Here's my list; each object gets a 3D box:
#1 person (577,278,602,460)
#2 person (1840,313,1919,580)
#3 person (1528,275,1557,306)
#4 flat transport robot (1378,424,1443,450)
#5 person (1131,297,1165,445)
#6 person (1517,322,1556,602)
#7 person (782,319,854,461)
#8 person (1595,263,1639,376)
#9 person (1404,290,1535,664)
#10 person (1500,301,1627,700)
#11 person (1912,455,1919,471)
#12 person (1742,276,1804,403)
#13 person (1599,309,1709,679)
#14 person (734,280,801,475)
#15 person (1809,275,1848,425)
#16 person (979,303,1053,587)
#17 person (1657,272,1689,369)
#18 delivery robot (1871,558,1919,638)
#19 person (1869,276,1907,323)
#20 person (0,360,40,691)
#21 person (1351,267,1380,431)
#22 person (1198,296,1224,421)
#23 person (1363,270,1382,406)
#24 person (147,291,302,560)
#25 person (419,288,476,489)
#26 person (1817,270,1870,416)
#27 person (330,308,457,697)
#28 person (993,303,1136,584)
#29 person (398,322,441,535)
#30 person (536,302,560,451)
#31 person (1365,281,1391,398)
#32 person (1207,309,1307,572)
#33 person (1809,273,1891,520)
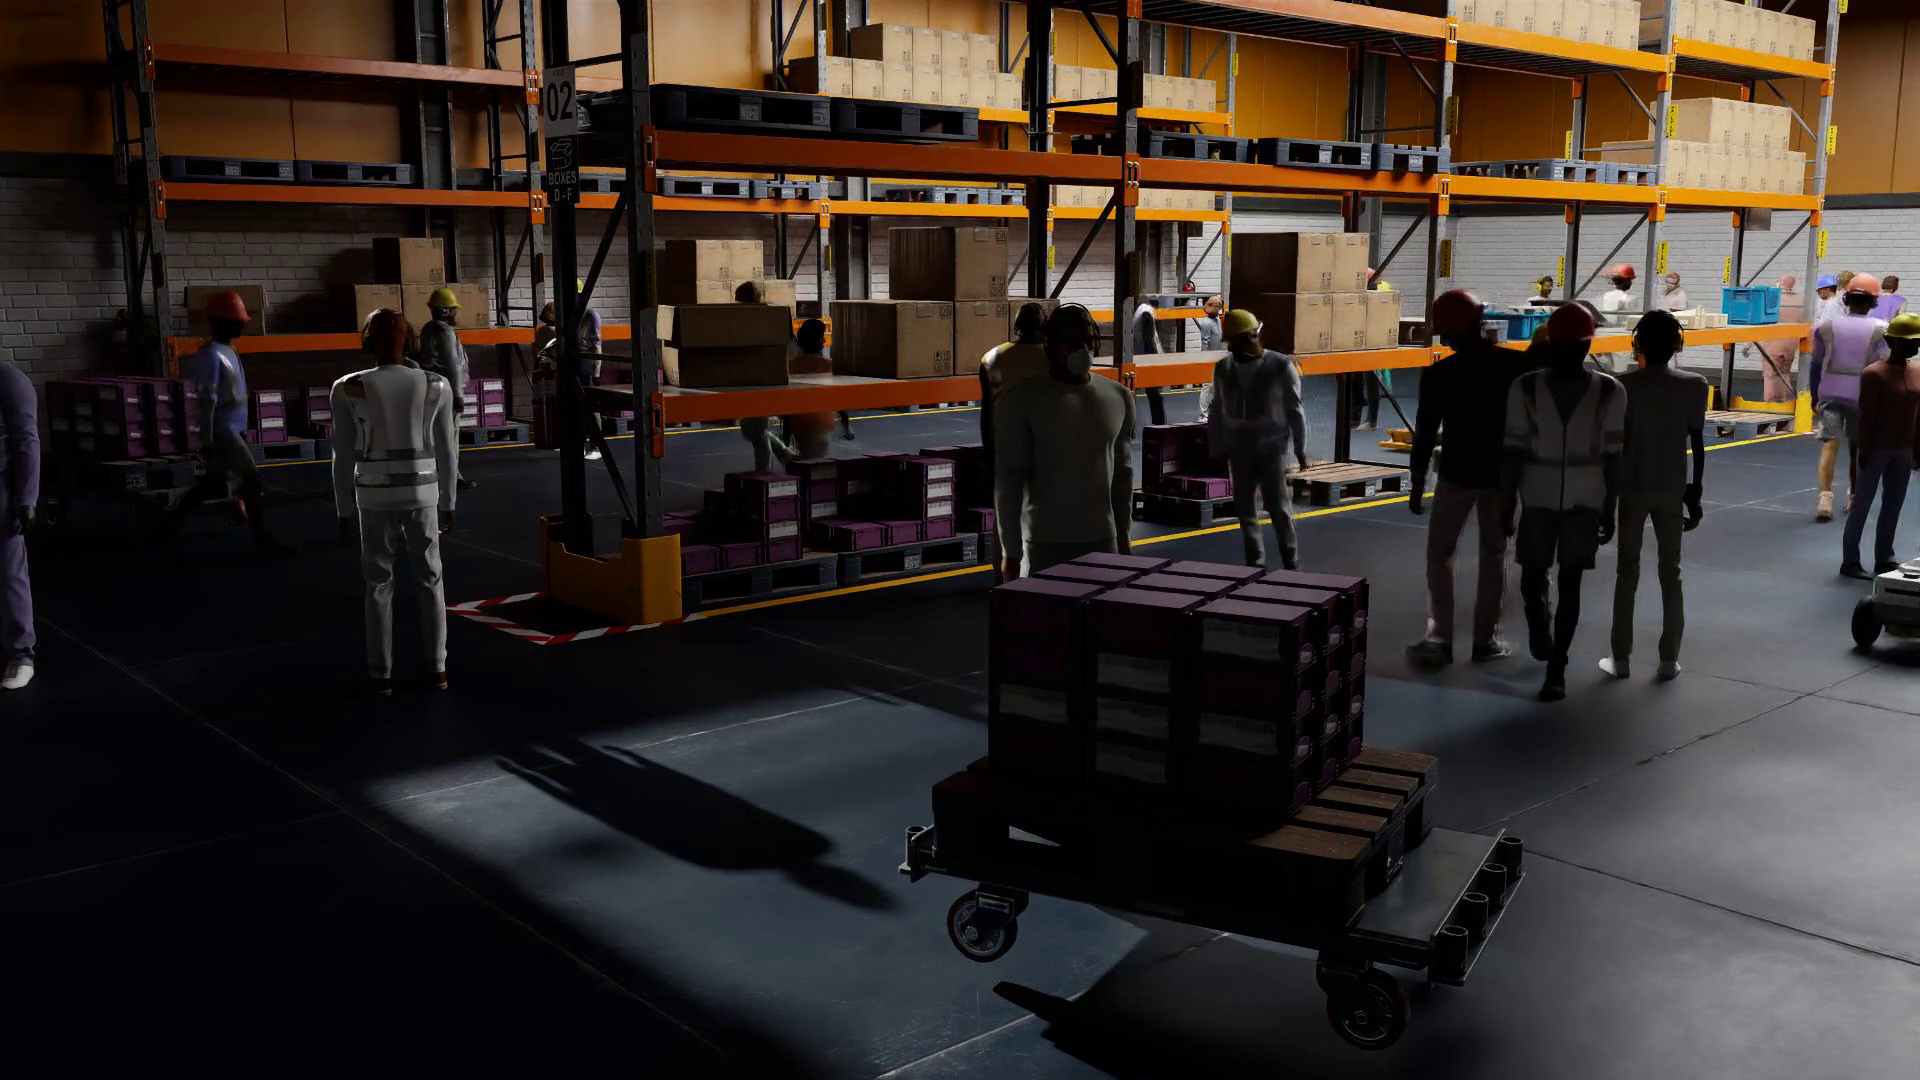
[{"bbox_3d":[-3.994,-1.786,17.367,0.588,1.919,0.402,5,11,29],"label":"person"},{"bbox_3d":[6.122,-0.606,10.925,0.523,1.759,0.351,-3,10,-15],"label":"person"},{"bbox_3d":[8.617,-3.010,24.744,0.513,1.851,0.670,-3,10,-15],"label":"person"},{"bbox_3d":[5.314,-1.139,18.382,1.431,0.197,0.652,-8,13,-41],"label":"flat transport robot"},{"bbox_3d":[1.979,-1.960,18.518,0.652,1.876,0.590,-4,11,-23],"label":"person"},{"bbox_3d":[3.601,-0.502,10.426,0.507,1.705,0.842,0,10,-3],"label":"person"},{"bbox_3d":[-1.131,-0.869,12.766,0.535,1.652,0.890,7,12,37],"label":"person"},{"bbox_3d":[8.320,-2.471,21.022,0.427,2.030,0.606,-3,10,-19],"label":"person"},{"bbox_3d":[2.671,-0.307,8.623,0.703,1.950,0.426,1,10,3],"label":"person"},{"bbox_3d":[2.942,-0.214,8.153,0.556,1.916,0.670,4,10,20],"label":"person"},{"bbox_3d":[6.713,-0.656,11.134,0.598,1.786,0.953,1,10,5],"label":"person"},{"bbox_3d":[10.719,-2.523,21.827,0.781,1.863,0.508,0,10,-1],"label":"person"},{"bbox_3d":[3.470,-0.225,8.376,0.519,1.865,0.327,2,10,11],"label":"person"},{"bbox_3d":[-1.707,-1.344,14.780,0.617,1.916,0.657,-5,11,-29],"label":"person"},{"bbox_3d":[10.981,-2.383,20.954,0.862,1.884,0.682,6,11,30],"label":"person"},{"bbox_3d":[0.435,-0.573,10.504,0.628,1.837,0.429,3,10,17],"label":"person"},{"bbox_3d":[11.517,-3.375,26.823,0.612,1.868,0.716,-2,10,-9],"label":"person"},{"bbox_3d":[5.268,0.269,9.036,0.707,0.478,0.477,-8,13,-39],"label":"delivery robot"},{"bbox_3d":[13.907,-3.046,25.002,0.561,1.821,0.592,-8,13,-39],"label":"person"},{"bbox_3d":[-4.832,-0.203,8.117,0.642,1.909,0.399,0,10,0],"label":"person"},{"bbox_3d":[4.937,-2.332,20.331,0.397,1.991,0.624,-5,11,-29],"label":"person"},{"bbox_3d":[3.193,-2.276,21.087,0.285,1.623,0.509,5,11,28],"label":"person"},{"bbox_3d":[5.785,-2.846,23.551,0.617,1.915,0.578,-8,12,-38],"label":"person"},{"bbox_3d":[-5.188,-0.779,11.557,0.966,1.899,0.555,-2,10,-13],"label":"person"},{"bbox_3d":[-4.701,-1.379,15.225,0.403,1.830,0.622,-8,13,-39],"label":"person"},{"bbox_3d":[11.582,-2.567,21.868,0.635,1.937,0.352,3,10,15],"label":"person"},{"bbox_3d":[-2.728,-0.178,8.065,0.576,1.880,0.351,-5,11,-28],"label":"person"},{"bbox_3d":[0.438,0.014,6.753,0.636,1.939,0.364,-5,11,-25],"label":"person"},{"bbox_3d":[-4.206,-0.839,12.639,0.281,1.633,0.501,-9,13,-44],"label":"person"},{"bbox_3d":[-4.454,-1.786,18.212,0.281,1.625,0.497,-9,13,-43],"label":"person"},{"bbox_3d":[6.242,-2.988,24.890,0.598,1.746,0.543,0,10,-2],"label":"person"},{"bbox_3d":[1.906,-0.605,10.821,0.620,1.788,0.465,6,11,31],"label":"person"},{"bbox_3d":[7.204,-1.158,13.490,0.610,1.996,1.033,6,11,32],"label":"person"}]
